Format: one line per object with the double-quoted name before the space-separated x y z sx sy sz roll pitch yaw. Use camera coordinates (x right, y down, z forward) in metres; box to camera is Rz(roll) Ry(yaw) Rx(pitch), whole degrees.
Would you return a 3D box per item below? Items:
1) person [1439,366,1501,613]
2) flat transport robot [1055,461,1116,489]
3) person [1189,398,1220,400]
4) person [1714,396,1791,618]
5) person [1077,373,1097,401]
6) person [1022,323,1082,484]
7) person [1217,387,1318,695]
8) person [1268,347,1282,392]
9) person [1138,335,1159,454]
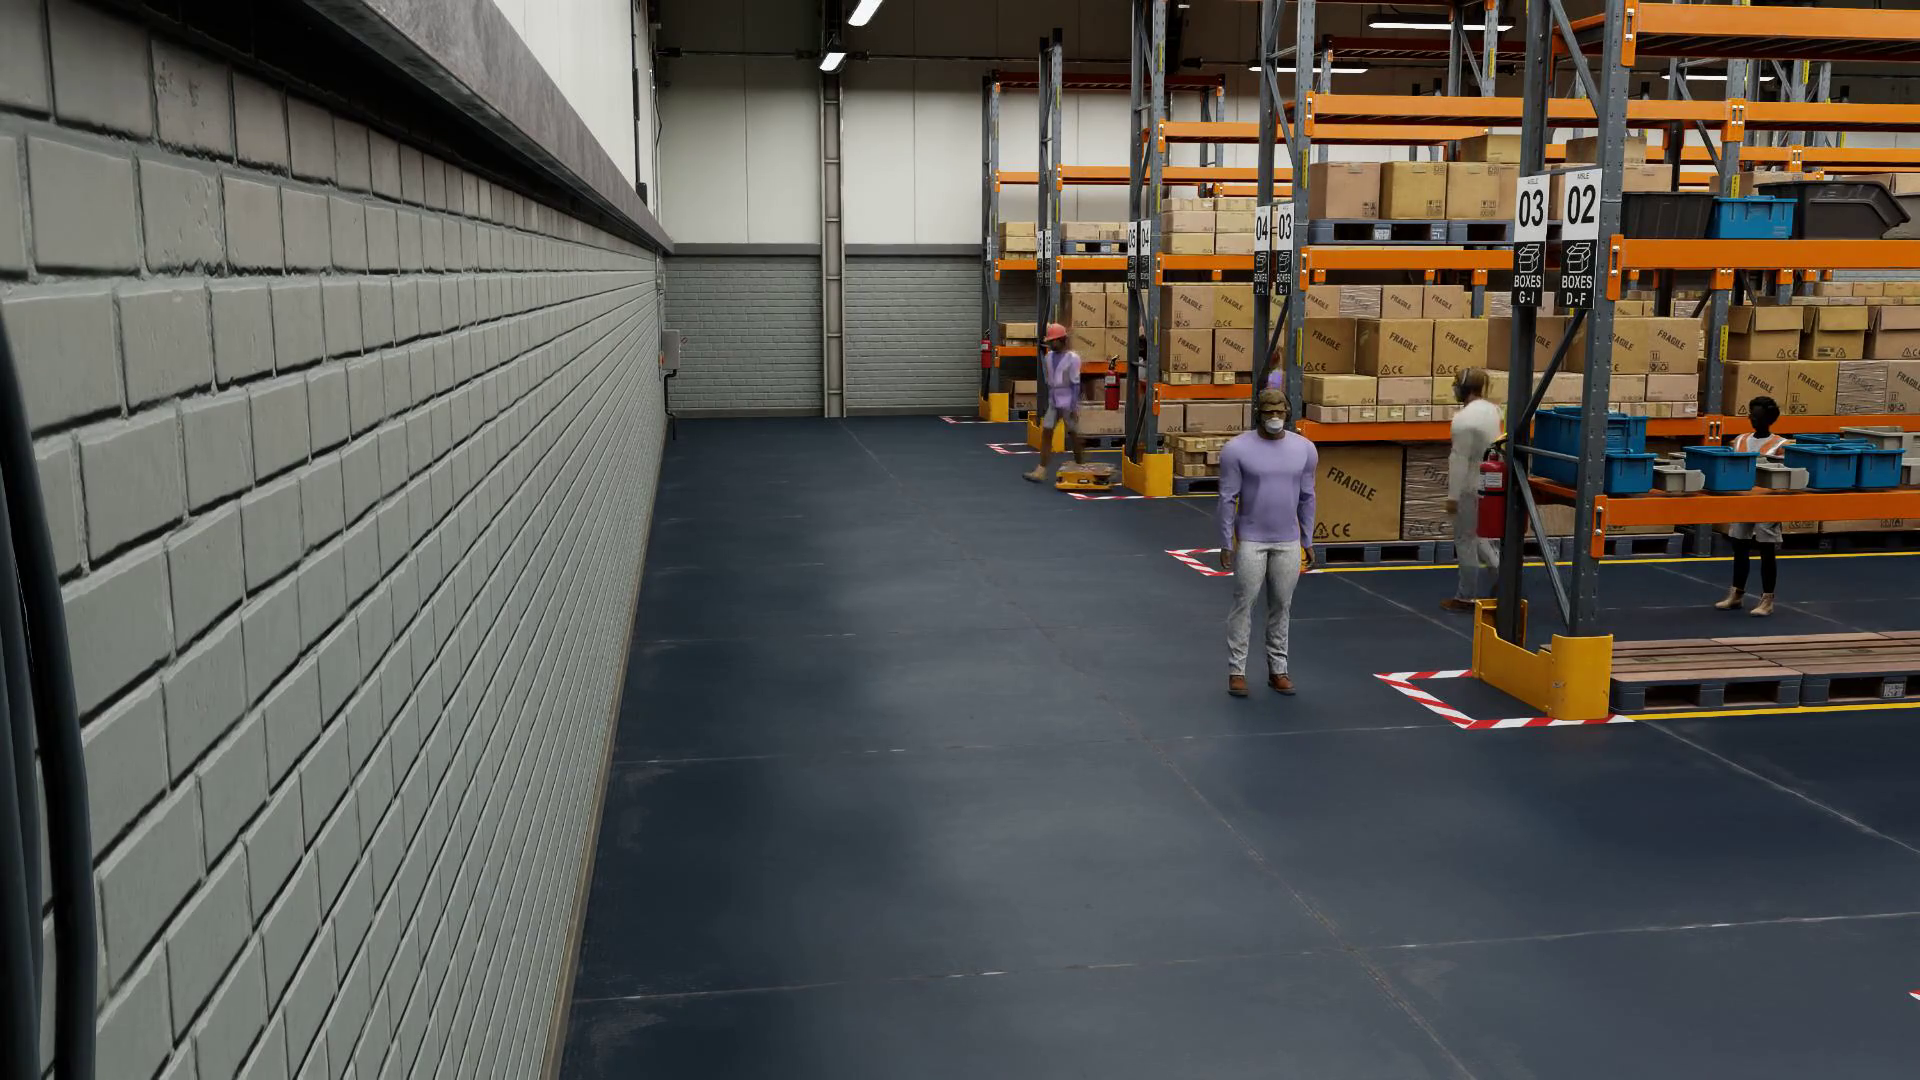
"person" 3.983 -0.375 12.816 0.486 1.922 0.641 7 12 37
"flat transport robot" 1.565 -0.803 20.540 0.652 0.197 1.431 1 9 9
"person" 3.843 -2.625 26.339 0.682 2.000 0.705 -2 9 -12
"person" 6.124 -0.261 12.804 0.317 1.700 0.539 -5 10 -27
"person" 2.026 -2.545 26.101 0.925 1.962 0.621 -4 10 -21
"person" 1.188 -1.681 20.657 0.954 1.992 0.655 -8 12 -42
"person" 1.917 0.011 10.392 0.635 1.937 0.354 -1 9 -7
"person" 3.390 -1.232 18.389 0.556 1.826 0.593 2 10 14
"person" 2.334 -1.641 20.837 0.325 1.860 0.515 -3 10 -18
